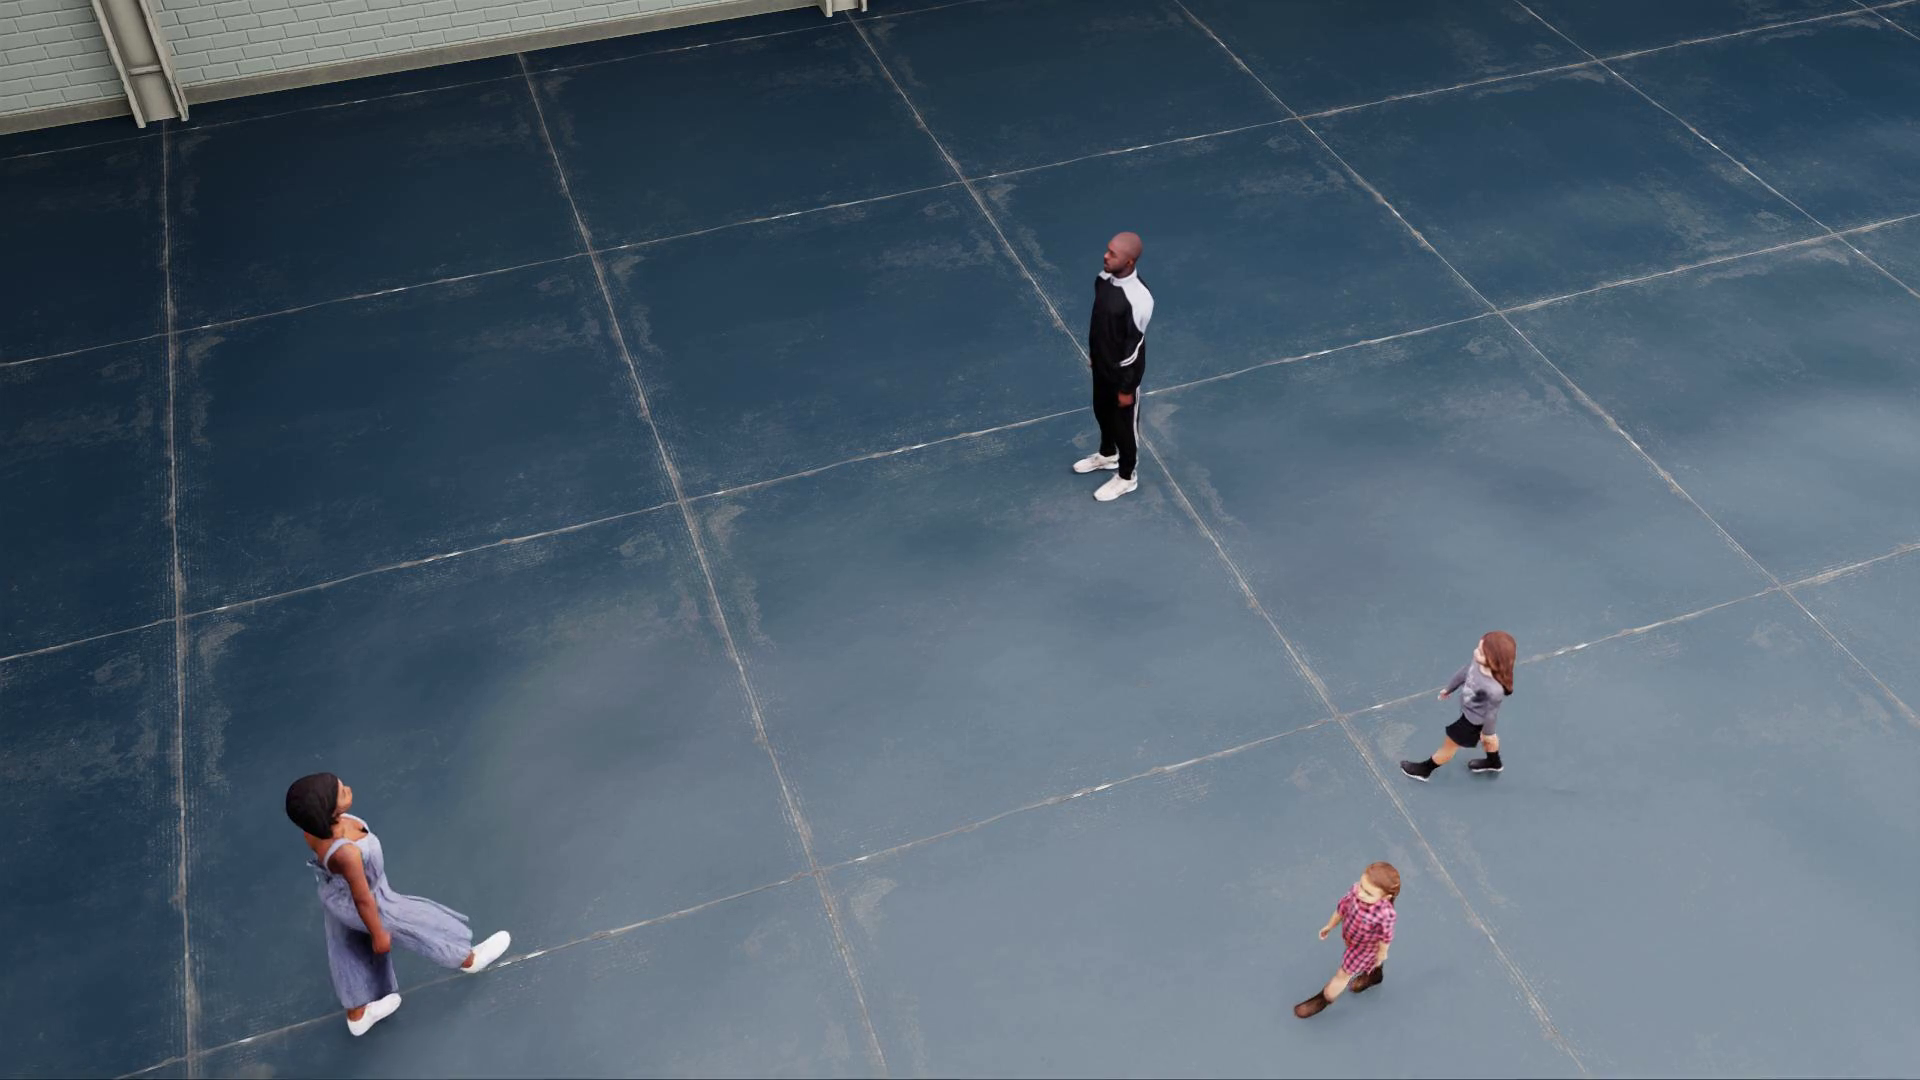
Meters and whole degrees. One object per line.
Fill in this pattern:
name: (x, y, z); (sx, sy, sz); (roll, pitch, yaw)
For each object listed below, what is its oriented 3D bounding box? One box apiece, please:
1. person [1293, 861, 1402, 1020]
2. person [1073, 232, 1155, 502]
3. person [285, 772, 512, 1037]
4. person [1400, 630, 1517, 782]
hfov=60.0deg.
person: (1.875, 1.780, 7.575); (0.741, 1.001, 0.451); (-18, 46, -18)
person: (0.965, -1.066, 10.018); (0.546, 1.826, 0.655); (-16, 45, -16)
person: (-2.681, 1.635, 7.244); (1.106, 1.664, 0.868); (-34, 52, -31)
person: (2.700, 0.860, 8.504); (0.854, 1.078, 0.660); (1, 43, 2)
